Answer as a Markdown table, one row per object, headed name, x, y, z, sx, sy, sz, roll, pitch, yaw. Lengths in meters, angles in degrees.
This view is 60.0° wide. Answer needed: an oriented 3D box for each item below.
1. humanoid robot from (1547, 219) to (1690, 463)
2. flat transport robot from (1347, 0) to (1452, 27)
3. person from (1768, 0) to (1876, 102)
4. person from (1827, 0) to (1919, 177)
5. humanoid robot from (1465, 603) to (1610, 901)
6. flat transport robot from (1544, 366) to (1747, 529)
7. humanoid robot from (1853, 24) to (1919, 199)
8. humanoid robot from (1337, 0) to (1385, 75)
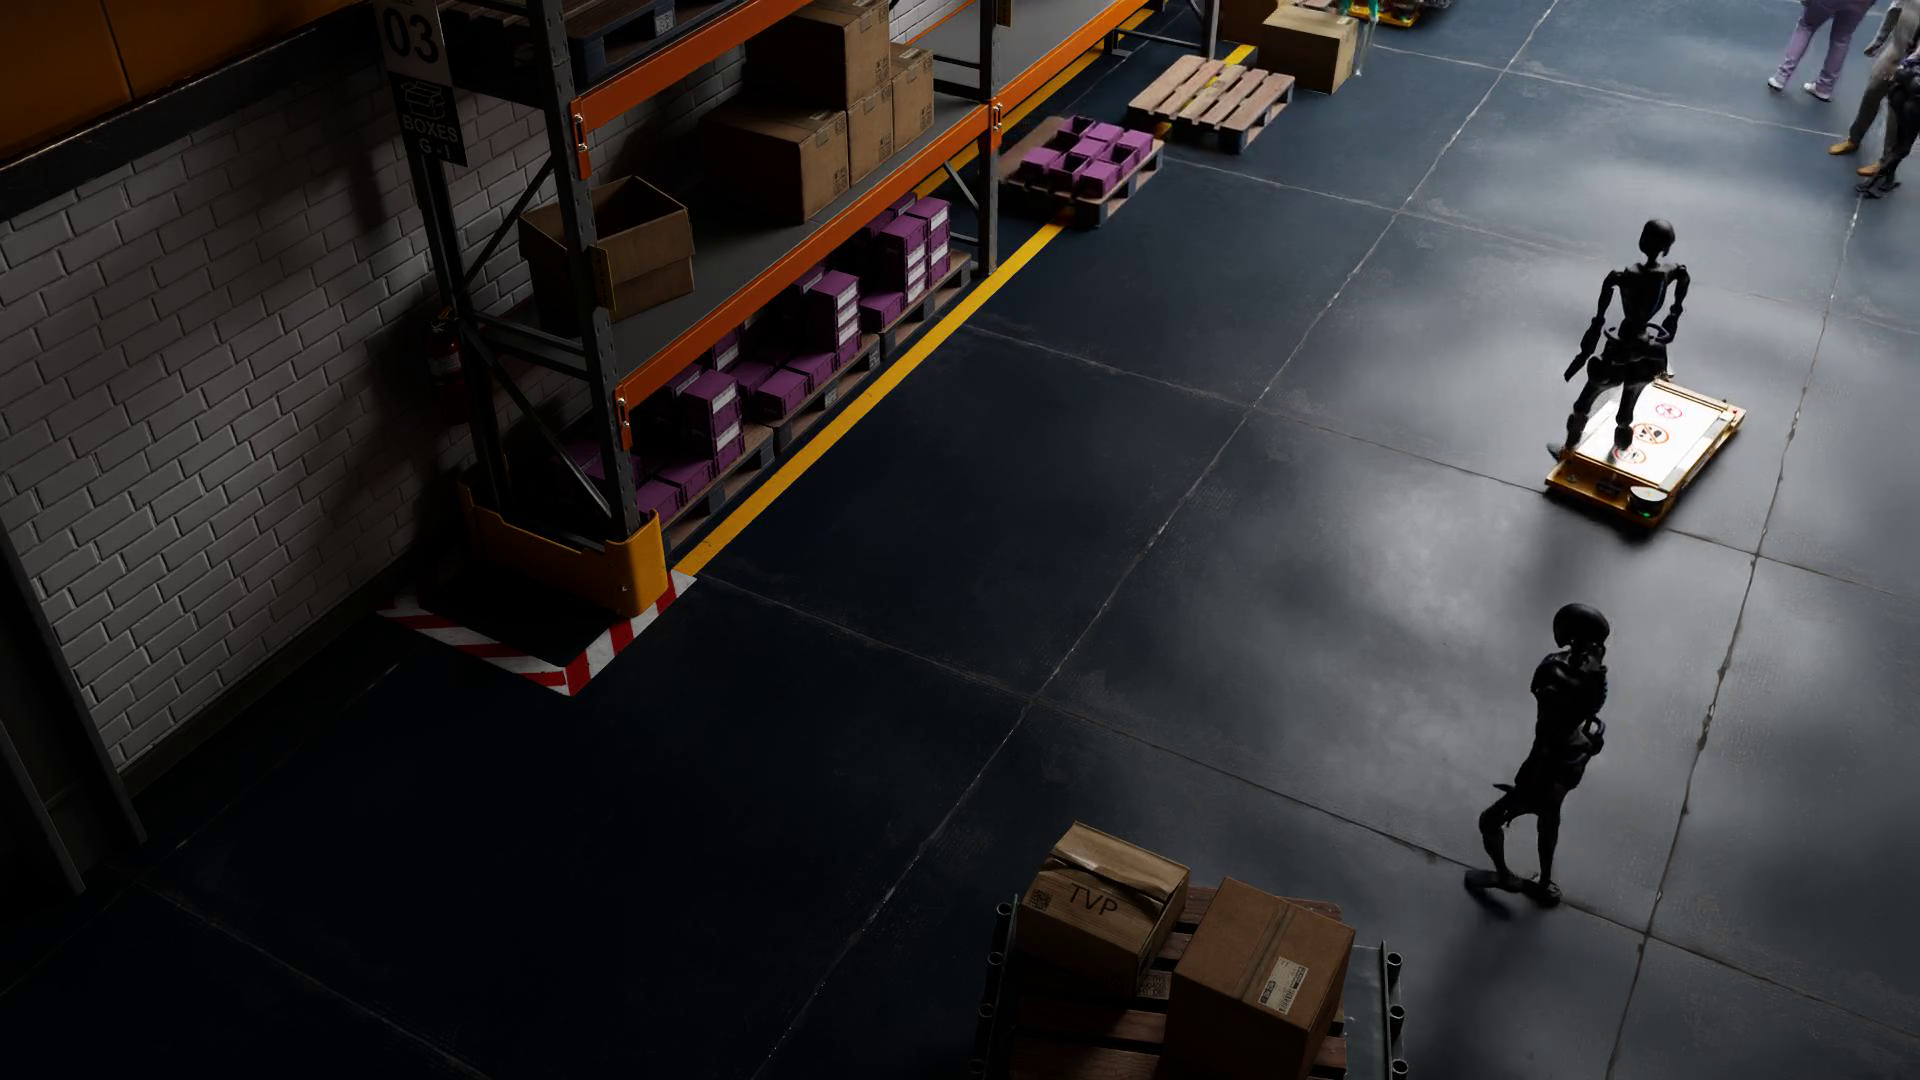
| name | x | y | z | sx | sy | sz | roll | pitch | yaw |
| --- | --- | --- | --- | --- | --- | --- | --- | --- | --- |
| humanoid robot | 3.780 | -1.069 | 9.445 | 0.608 | 1.640 | 0.580 | -8 | 39 | -10 |
| flat transport robot | 4.156 | -5.219 | 15.744 | 0.659 | 0.231 | 1.431 | 19 | 42 | 22 |
| person | 7.194 | -4.501 | 13.562 | 0.709 | 1.871 | 0.522 | 7 | 39 | 8 |
| person | 7.111 | -3.673 | 12.543 | 0.452 | 1.855 | 0.645 | -10 | 40 | -13 |
| humanoid robot | 2.480 | 0.909 | 6.954 | 0.400 | 1.641 | 0.609 | 27 | 46 | 29 |
| flat transport robot | 4.127 | -0.586 | 9.952 | 0.659 | 0.231 | 1.431 | 28 | 46 | 30 |
| humanoid robot | 7.051 | -3.312 | 12.246 | 0.501 | 1.640 | 0.613 | -5 | 39 | -6 |
| humanoid robot | 3.380 | -4.736 | 13.993 | 0.530 | 1.802 | 0.731 | 6 | 39 | 8 |
